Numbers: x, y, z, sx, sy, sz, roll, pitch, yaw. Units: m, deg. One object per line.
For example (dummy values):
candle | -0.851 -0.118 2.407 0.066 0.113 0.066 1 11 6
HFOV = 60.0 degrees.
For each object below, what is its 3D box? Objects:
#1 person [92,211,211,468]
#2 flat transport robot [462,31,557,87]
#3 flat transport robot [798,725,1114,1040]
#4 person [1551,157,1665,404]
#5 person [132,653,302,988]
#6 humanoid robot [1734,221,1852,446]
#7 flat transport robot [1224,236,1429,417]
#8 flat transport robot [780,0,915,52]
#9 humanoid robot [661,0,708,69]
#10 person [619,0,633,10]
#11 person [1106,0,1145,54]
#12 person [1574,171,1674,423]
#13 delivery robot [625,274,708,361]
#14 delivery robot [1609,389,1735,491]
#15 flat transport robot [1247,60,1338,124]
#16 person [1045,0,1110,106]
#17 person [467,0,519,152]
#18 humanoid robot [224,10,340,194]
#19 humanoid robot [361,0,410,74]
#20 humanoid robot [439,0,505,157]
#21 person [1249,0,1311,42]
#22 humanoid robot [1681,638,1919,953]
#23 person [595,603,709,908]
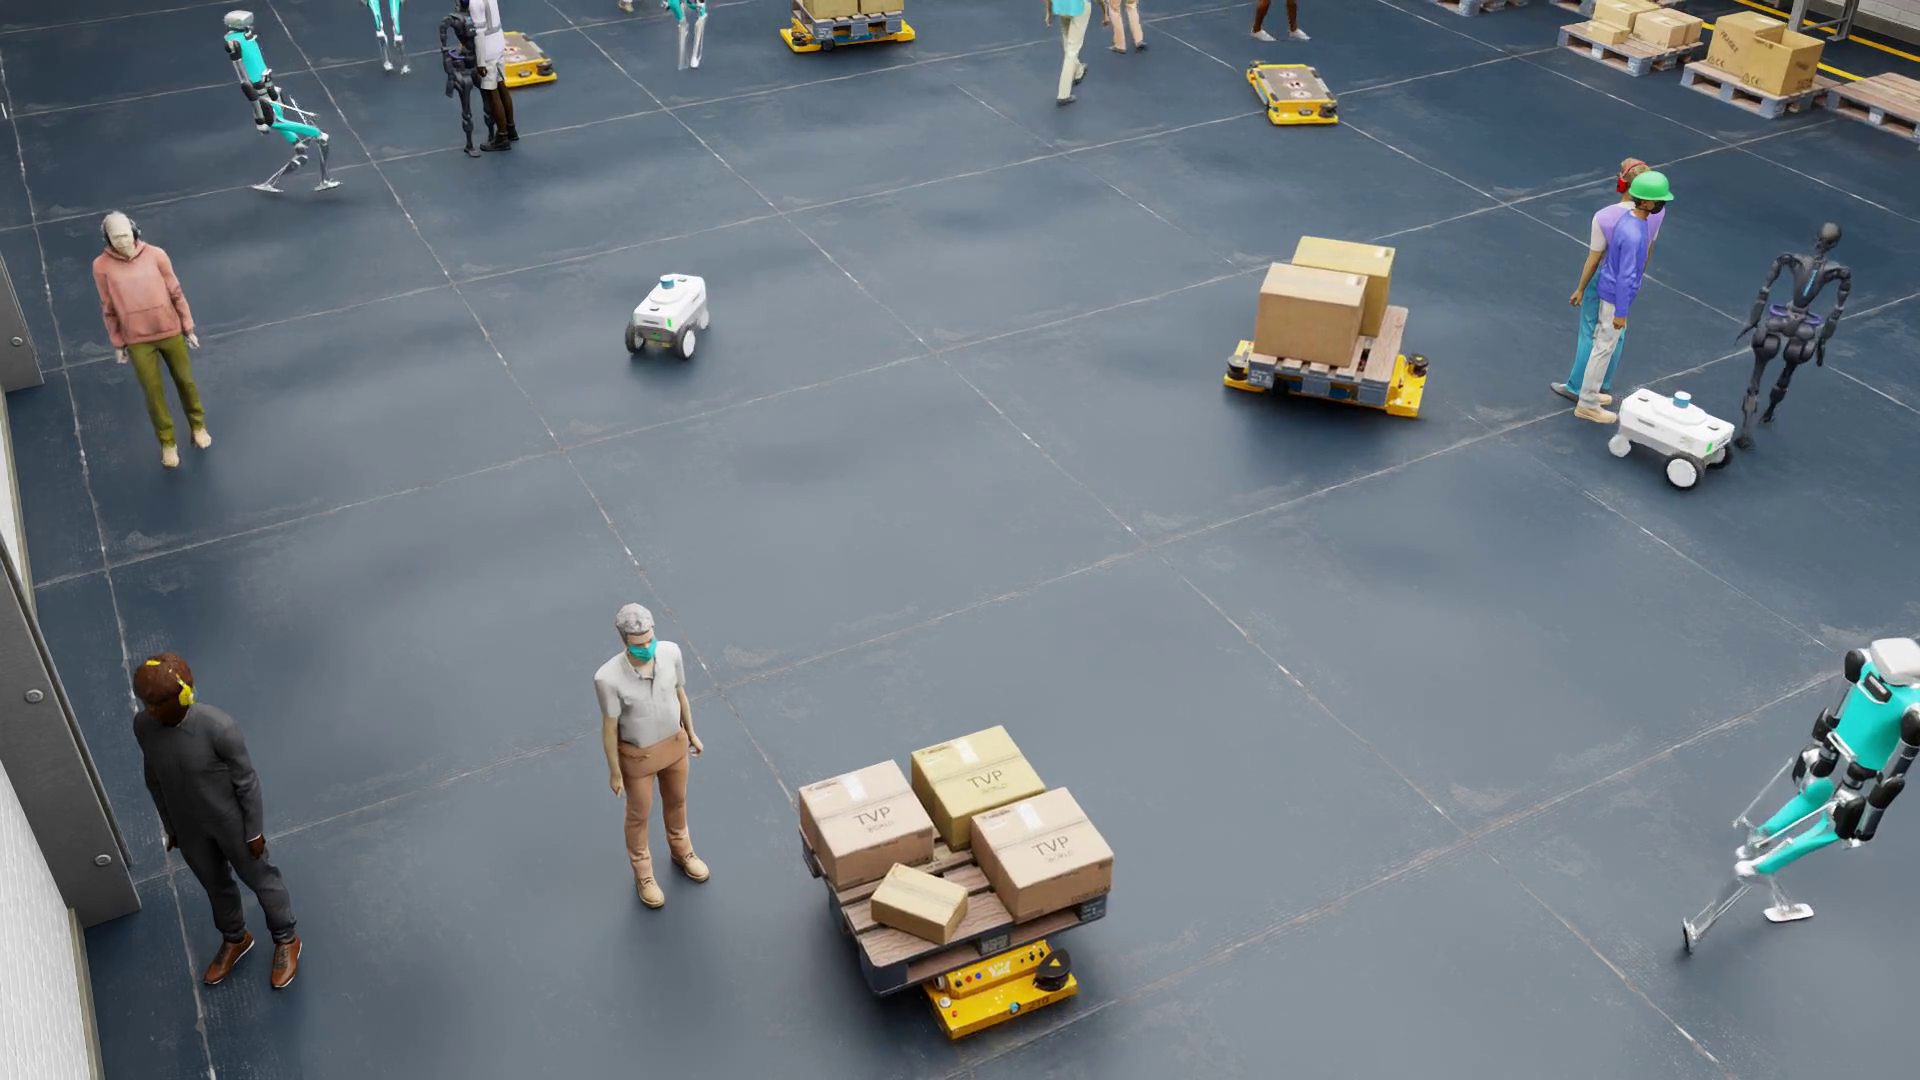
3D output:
person | -5.510 -1.395 11.356 0.538 1.840 0.470 -17 38 -22
flat transport robot | -4.967 -5.297 18.278 0.659 0.231 1.431 -17 39 -23
flat transport robot | -0.042 1.774 8.183 0.659 0.231 1.431 -15 38 -20
person | 4.686 -1.838 11.969 0.569 1.841 0.384 -12 37 -17
person | -3.367 1.273 7.500 0.492 1.875 0.356 3 35 5
humanoid robot | 5.739 -1.431 11.575 0.605 1.645 0.662 21 40 28
flat transport robot | 2.761 -1.267 12.524 1.431 0.231 0.659 11 37 15
flat transport robot | -1.291 -5.846 19.062 1.431 0.231 0.659 -11 37 -16
humanoid robot | -2.924 -5.839 17.835 0.541 1.838 0.806 5 35 8
person | -4.122 -7.315 19.766 0.598 1.860 0.787 -18 39 -23
person | 1.816 -6.168 18.334 0.578 1.636 0.349 -16 38 -21
person | 4.685 -1.727 11.787 0.350 1.871 0.470 8 36 11
delivery robot | -2.260 -1.786 13.010 0.499 0.587 0.769 9 36 13
delivery robot | 4.960 -0.725 11.515 0.499 0.611 0.792 -27 43 -33
flat transport robot | 3.471 -4.689 17.410 0.659 0.231 1.431 -2 35 -3
person | 1.238 -5.485 17.204 0.597 1.800 0.890 19 39 25
person | -4.575 -4.706 15.992 0.382 1.929 0.541 1 35 1
humanoid robot | -6.048 -3.893 15.039 1.033 1.764 0.533 -1 35 -2
humanoid robot | -6.150 -5.806 17.705 0.542 1.765 0.743 -9 36 -13
humanoid robot | -4.676 -4.508 15.922 0.311 1.650 0.609 29 44 35
person | 3.663 -6.471 18.534 0.780 1.895 0.620 20 40 26
humanoid robot | 3.791 1.229 7.702 0.915 1.785 0.543 -6 35 -8
person | -1.473 1.010 7.984 0.495 1.745 0.305 -26 42 -32
